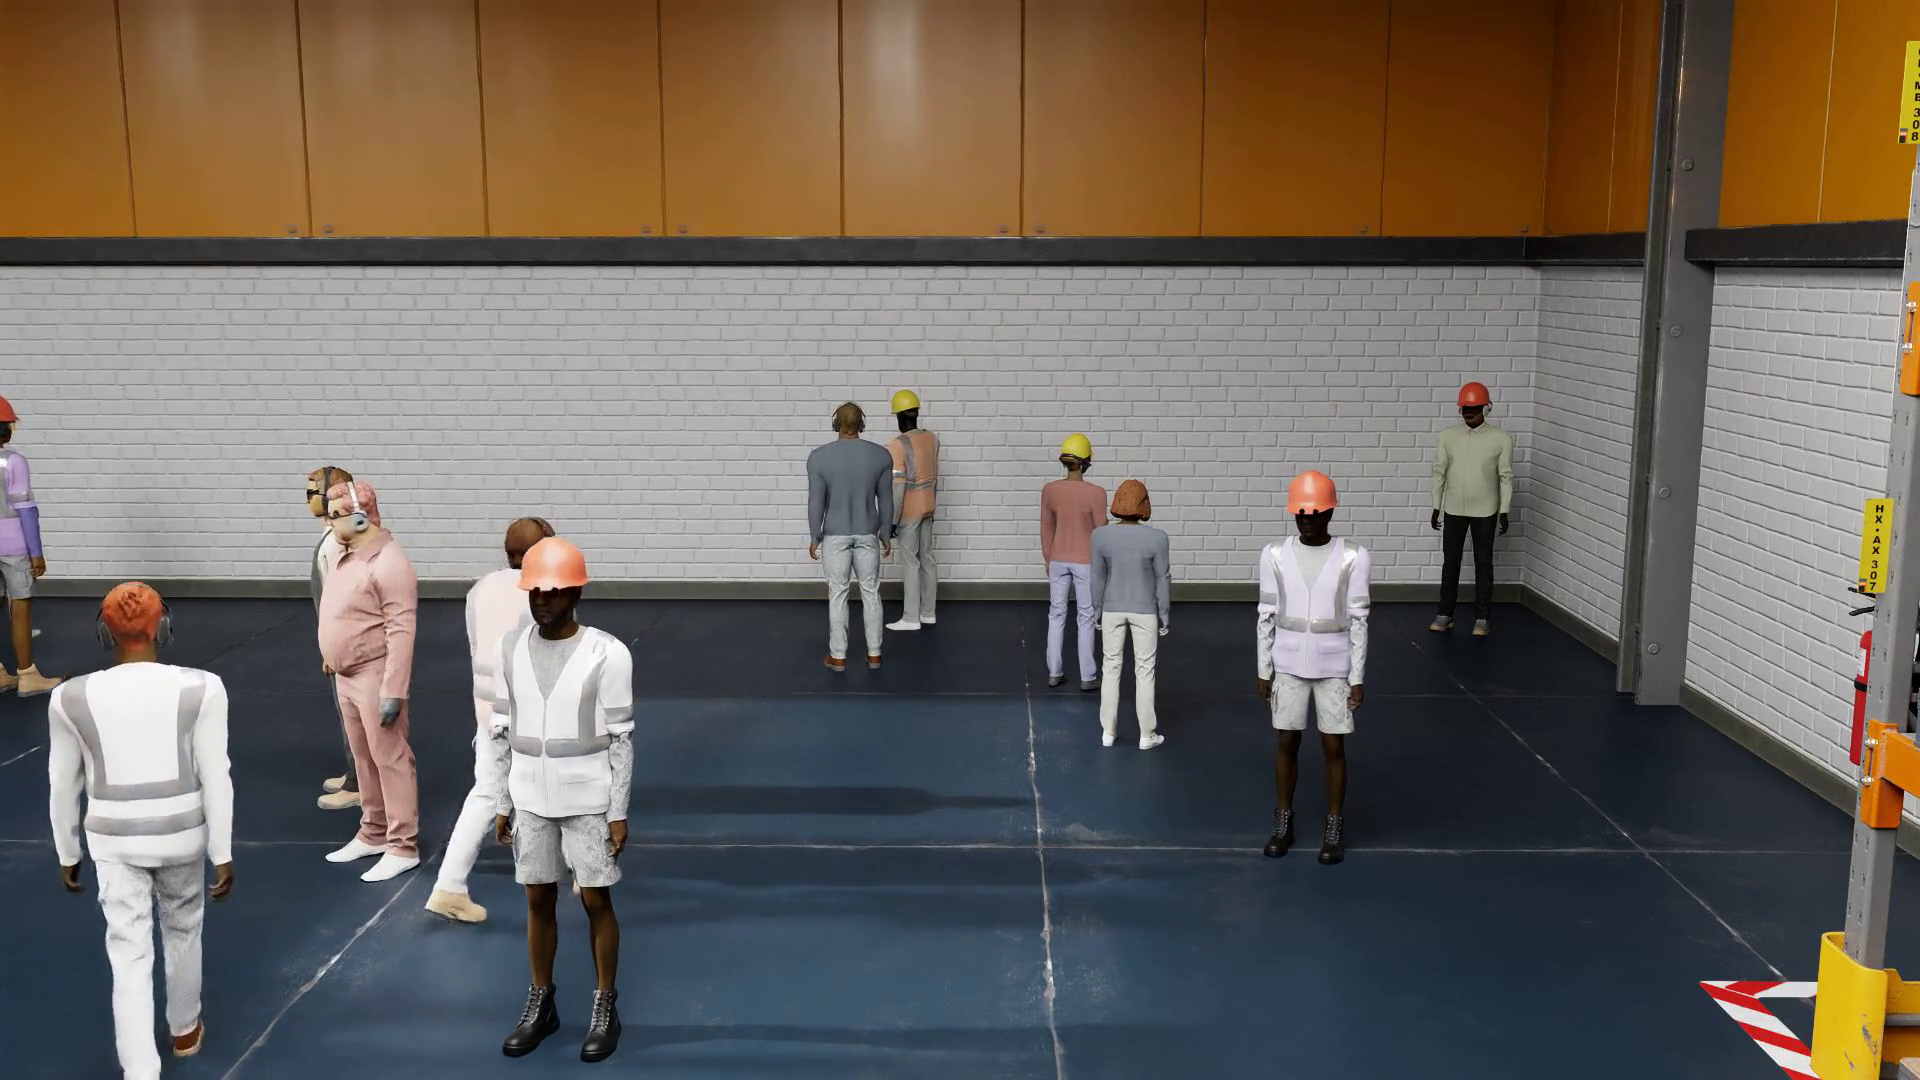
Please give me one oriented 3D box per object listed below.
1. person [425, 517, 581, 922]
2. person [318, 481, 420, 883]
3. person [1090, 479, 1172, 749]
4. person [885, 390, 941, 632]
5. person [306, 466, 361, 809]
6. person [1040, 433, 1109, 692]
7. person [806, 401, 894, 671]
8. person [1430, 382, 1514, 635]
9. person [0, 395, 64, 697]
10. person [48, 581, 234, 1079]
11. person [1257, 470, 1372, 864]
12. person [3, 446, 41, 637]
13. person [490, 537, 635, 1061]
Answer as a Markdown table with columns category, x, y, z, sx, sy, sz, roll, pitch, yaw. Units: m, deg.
| category | x | y | z | sx | sy | sz | roll | pitch | yaw |
| --- | --- | --- | --- | --- | --- | --- | --- | --- | --- |
| person | -1.991 | 0.800 | 7.457 | 0.649 | 1.798 | 0.963 | 5 | 11 | 30 |
| person | -2.829 | 0.664 | 7.916 | 0.405 | 1.903 | 0.636 | -8 | 13 | -42 |
| person | 1.026 | 0.447 | 10.012 | 0.499 | 1.633 | 0.286 | 3 | 10 | 20 |
| person | -0.393 | -0.230 | 13.213 | 0.382 | 1.920 | 0.585 | 6 | 11 | 33 |
| person | -3.328 | 0.519 | 8.951 | 0.346 | 1.846 | 0.506 | -2 | 10 | -12 |
| person | 0.792 | 0.155 | 11.360 | 0.525 | 1.772 | 0.309 | 6 | 11 | 32 |
| person | -0.786 | -0.025 | 11.927 | 0.630 | 1.938 | 0.369 | -2 | 10 | -14 |
| person | 4.012 | -0.247 | 13.085 | 0.625 | 1.992 | 0.388 | 6 | 11 | 30 |
| person | -6.434 | 0.041 | 11.212 | 0.608 | 2.047 | 0.366 | 3 | 10 | 16 |
| person | -2.818 | 1.062 | 5.755 | 0.584 | 1.839 | 0.987 | -4 | 10 | -21 |
| person | 1.707 | 0.618 | 8.105 | 0.541 | 1.932 | 0.383 | 4 | 10 | 21 |
| person | -7.416 | -0.109 | 12.722 | 0.564 | 1.877 | 0.479 | -1 | 10 | -5 |
| person | -1.463 | 0.946 | 6.102 | 0.545 | 1.942 | 0.353 | 2 | 10 | 9 |
